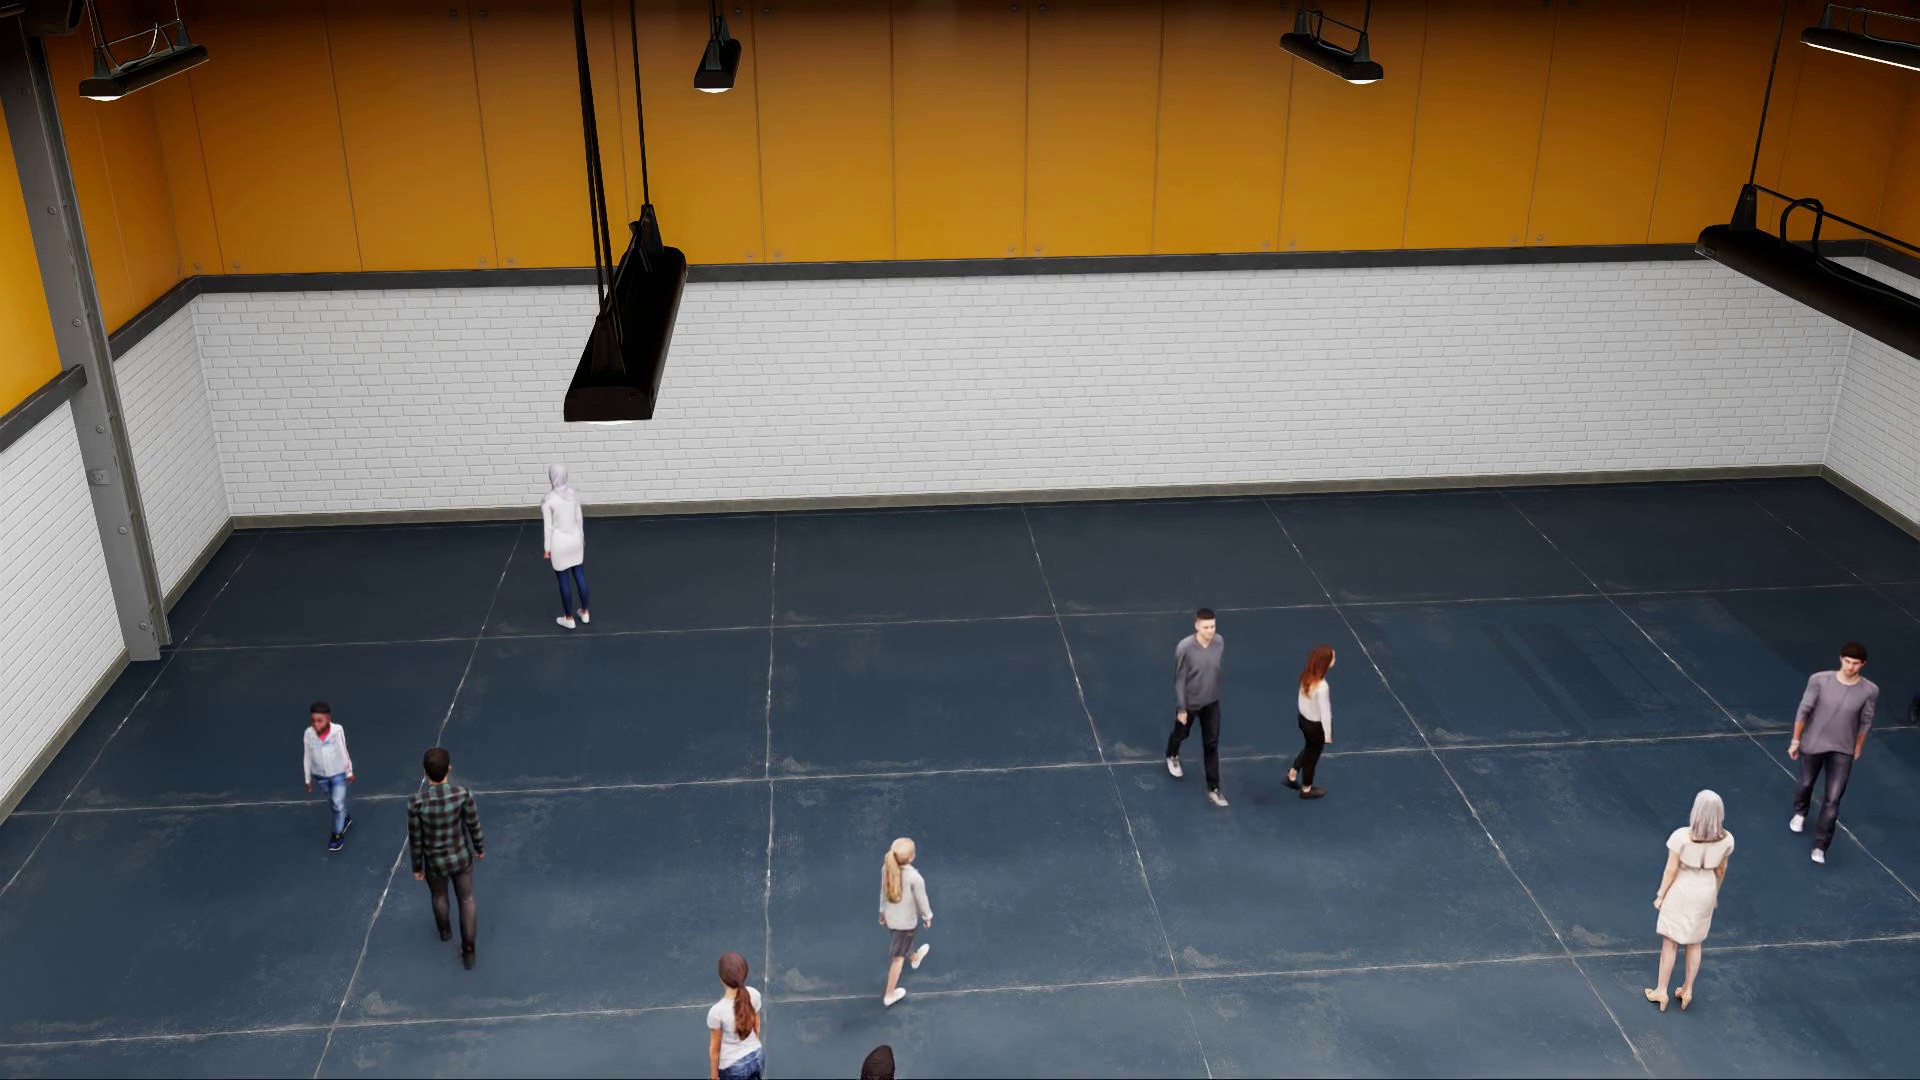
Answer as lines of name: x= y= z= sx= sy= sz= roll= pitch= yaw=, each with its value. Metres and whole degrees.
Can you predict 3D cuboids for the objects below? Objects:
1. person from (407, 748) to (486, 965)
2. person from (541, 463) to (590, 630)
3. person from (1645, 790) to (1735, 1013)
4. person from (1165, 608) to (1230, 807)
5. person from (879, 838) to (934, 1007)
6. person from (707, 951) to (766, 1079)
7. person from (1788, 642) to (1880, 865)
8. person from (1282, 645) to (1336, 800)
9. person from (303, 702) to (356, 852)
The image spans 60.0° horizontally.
person: x=-3.714 y=2.313 z=12.066 sx=0.865 sy=1.691 sz=1.016 roll=-9 pitch=25 yaw=-20
person: x=-4.049 y=0.051 z=17.080 sx=0.701 sy=1.775 sz=0.737 roll=-21 pitch=31 yaw=-39
person: x=5.055 y=2.501 z=11.522 sx=0.613 sy=1.736 sz=0.564 roll=0 pitch=24 yaw=0
person: x=1.984 y=1.346 z=14.198 sx=0.794 sy=1.710 sz=1.214 roll=-7 pitch=25 yaw=-16
person: x=-0.446 y=2.693 z=11.700 sx=0.840 sy=1.242 sz=0.914 roll=17 pitch=29 yaw=34
person: x=-1.313 y=3.215 z=10.128 sx=0.676 sy=1.545 sz=0.734 roll=-17 pitch=29 yaw=-34
person: x=7.009 y=1.620 z=13.439 sx=1.063 sy=1.815 sz=1.214 roll=13 pitch=27 yaw=27
person: x=2.915 y=1.551 z=14.019 sx=0.689 sy=1.477 sz=0.608 roll=-7 pitch=25 yaw=-15
person: x=-5.127 y=1.861 z=13.611 sx=0.568 sy=1.237 sz=0.821 roll=1 pitch=24 yaw=2
